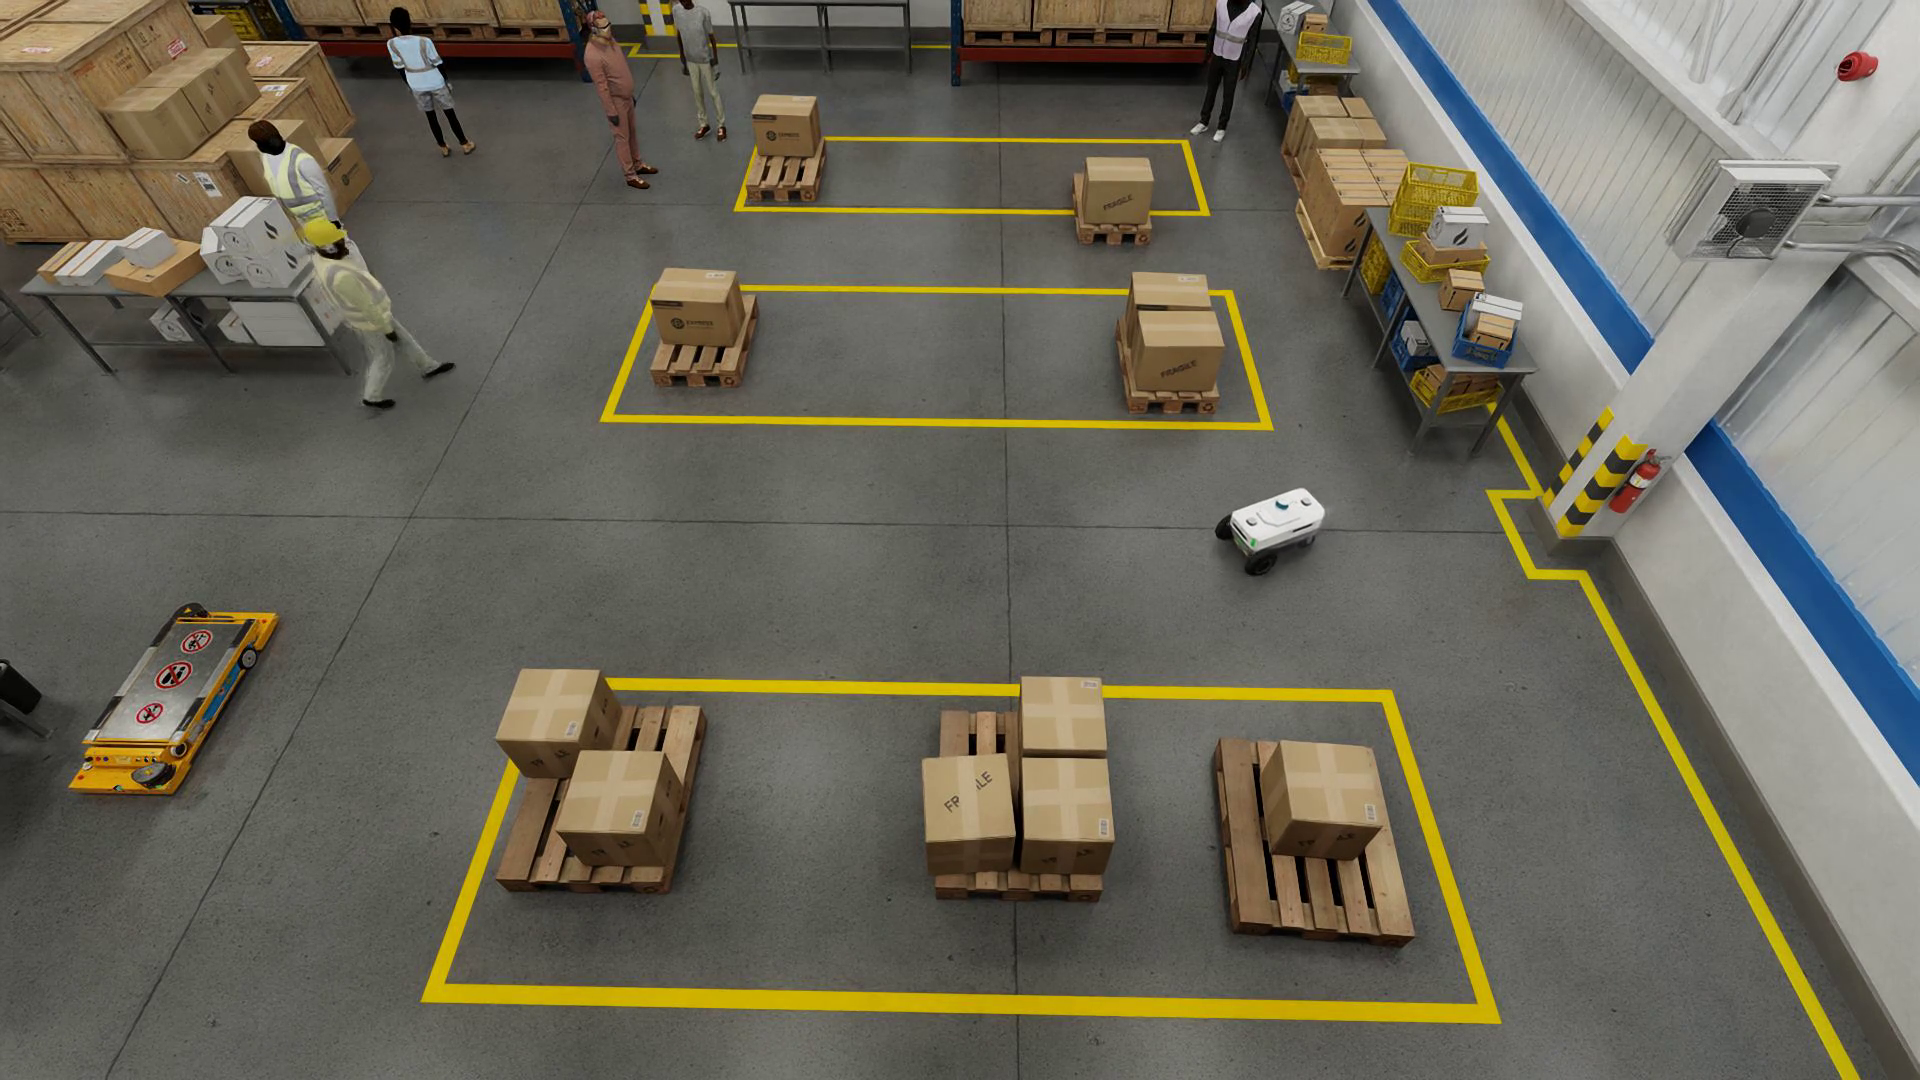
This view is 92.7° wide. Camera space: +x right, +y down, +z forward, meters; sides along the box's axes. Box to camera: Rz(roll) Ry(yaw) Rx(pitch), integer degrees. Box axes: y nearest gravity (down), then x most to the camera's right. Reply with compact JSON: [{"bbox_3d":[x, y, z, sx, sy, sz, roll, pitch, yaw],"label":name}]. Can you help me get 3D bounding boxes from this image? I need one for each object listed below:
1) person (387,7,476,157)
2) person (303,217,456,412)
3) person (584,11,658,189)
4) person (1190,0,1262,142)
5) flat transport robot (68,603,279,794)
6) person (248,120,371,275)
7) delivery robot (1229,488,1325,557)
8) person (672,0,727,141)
[{"bbox_3d":[-6.425,-5.503,11.077,0.542,1.695,0.316,-8,50,-7],"label":"person"},{"bbox_3d":[-5.208,-1.973,8.024,0.867,1.798,0.600,-32,57,-24],"label":"person"},{"bbox_3d":[-3.918,-5.060,10.567,0.410,1.909,0.642,3,50,3],"label":"person"},{"bbox_3d":[3.298,-5.950,11.312,0.600,1.917,0.376,31,56,23],"label":"person"},{"bbox_3d":[-5.504,1.072,6.442,0.652,0.197,1.431,1,50,1],"label":"flat transport robot"},{"bbox_3d":[-6.410,-3.238,9.072,0.621,1.837,0.429,17,52,14],"label":"person"},{"bbox_3d":[2.496,-0.155,7.236,0.707,0.478,0.477,-19,52,-15],"label":"delivery robot"},{"bbox_3d":[-3.213,-5.893,11.295,0.517,1.873,0.328,9,50,7],"label":"person"}]
